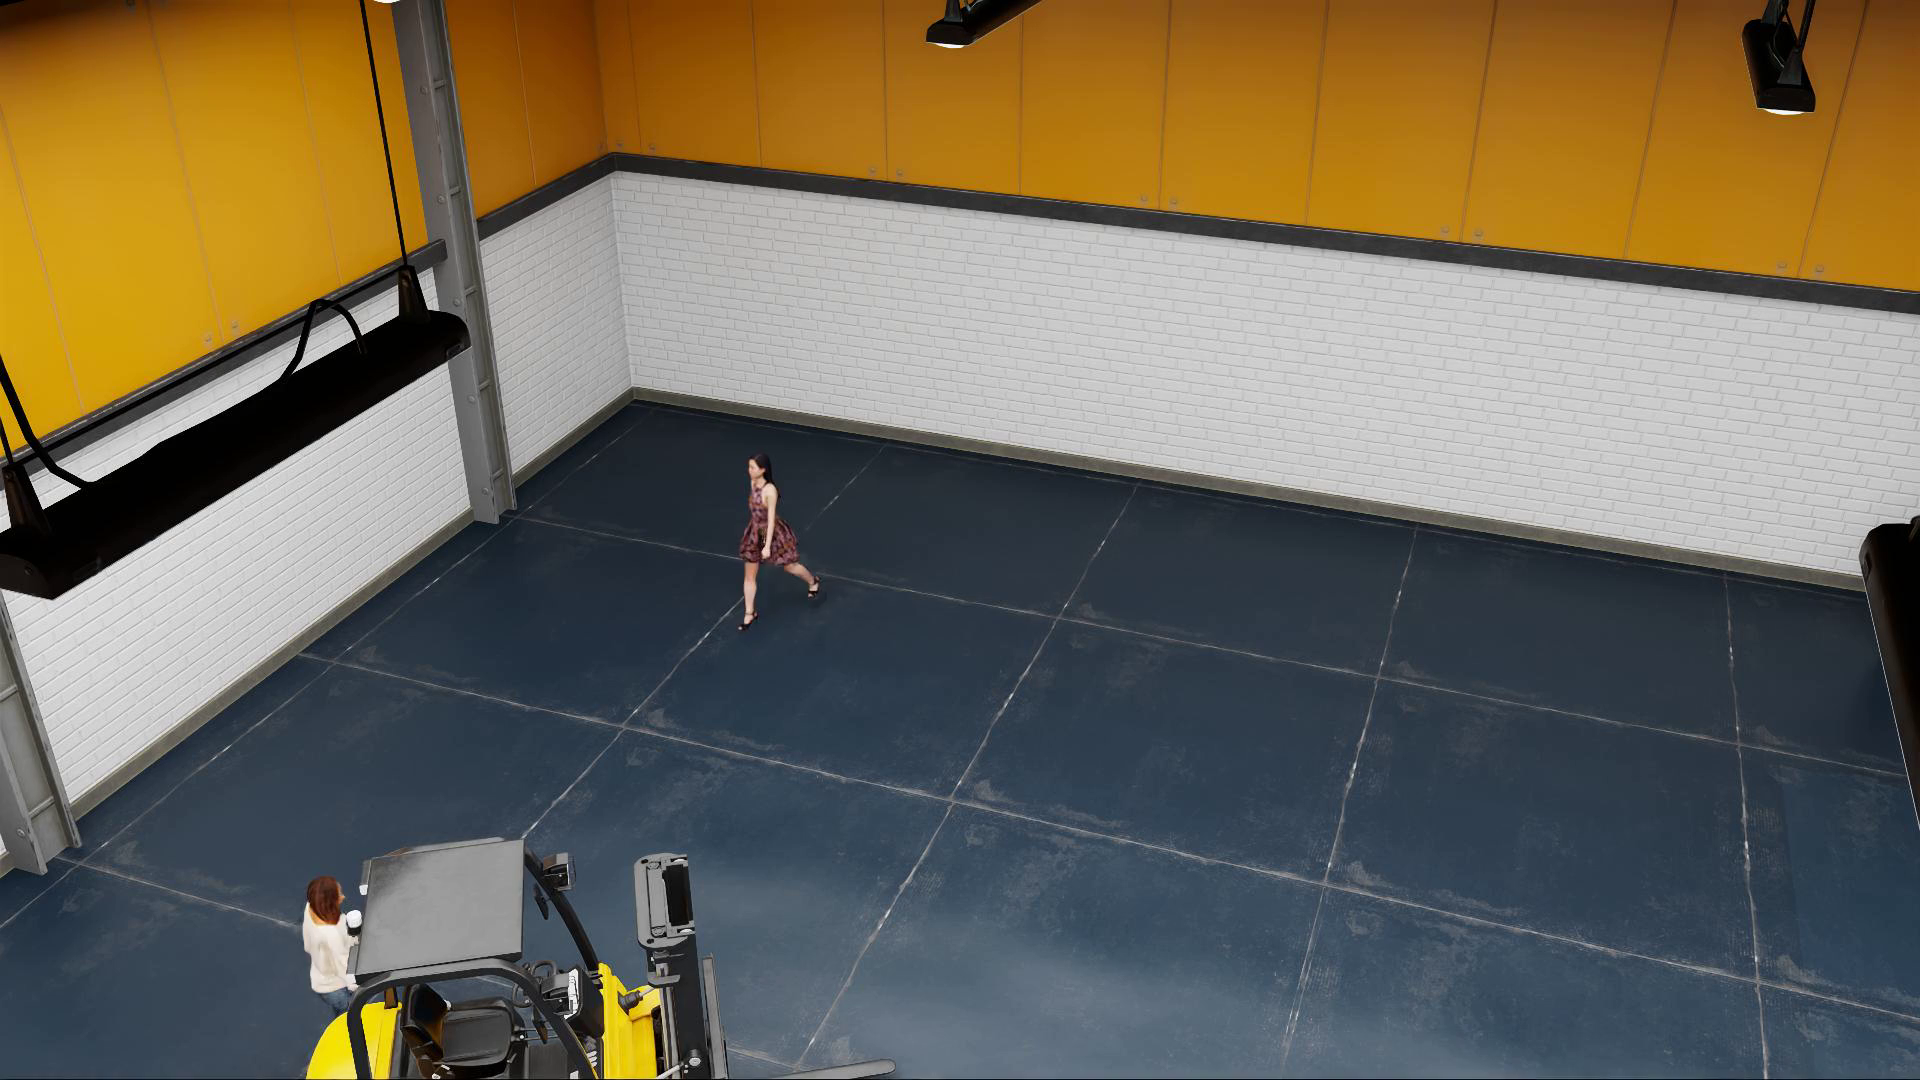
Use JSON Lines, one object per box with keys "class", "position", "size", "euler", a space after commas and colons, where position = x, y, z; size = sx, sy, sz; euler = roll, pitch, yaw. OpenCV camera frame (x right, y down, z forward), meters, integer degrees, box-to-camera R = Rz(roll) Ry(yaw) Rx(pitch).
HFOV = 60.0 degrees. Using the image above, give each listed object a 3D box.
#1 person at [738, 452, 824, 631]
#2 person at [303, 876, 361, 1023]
{"class": "person", "position": [-1.696, -0.007, 15.393], "size": [1.269, 1.735, 1.014], "euler": [-23, 36, -35]}
{"class": "person", "position": [-3.977, 2.772, 10.376], "size": [0.793, 1.660, 0.757], "euler": [-21, 35, -33]}
